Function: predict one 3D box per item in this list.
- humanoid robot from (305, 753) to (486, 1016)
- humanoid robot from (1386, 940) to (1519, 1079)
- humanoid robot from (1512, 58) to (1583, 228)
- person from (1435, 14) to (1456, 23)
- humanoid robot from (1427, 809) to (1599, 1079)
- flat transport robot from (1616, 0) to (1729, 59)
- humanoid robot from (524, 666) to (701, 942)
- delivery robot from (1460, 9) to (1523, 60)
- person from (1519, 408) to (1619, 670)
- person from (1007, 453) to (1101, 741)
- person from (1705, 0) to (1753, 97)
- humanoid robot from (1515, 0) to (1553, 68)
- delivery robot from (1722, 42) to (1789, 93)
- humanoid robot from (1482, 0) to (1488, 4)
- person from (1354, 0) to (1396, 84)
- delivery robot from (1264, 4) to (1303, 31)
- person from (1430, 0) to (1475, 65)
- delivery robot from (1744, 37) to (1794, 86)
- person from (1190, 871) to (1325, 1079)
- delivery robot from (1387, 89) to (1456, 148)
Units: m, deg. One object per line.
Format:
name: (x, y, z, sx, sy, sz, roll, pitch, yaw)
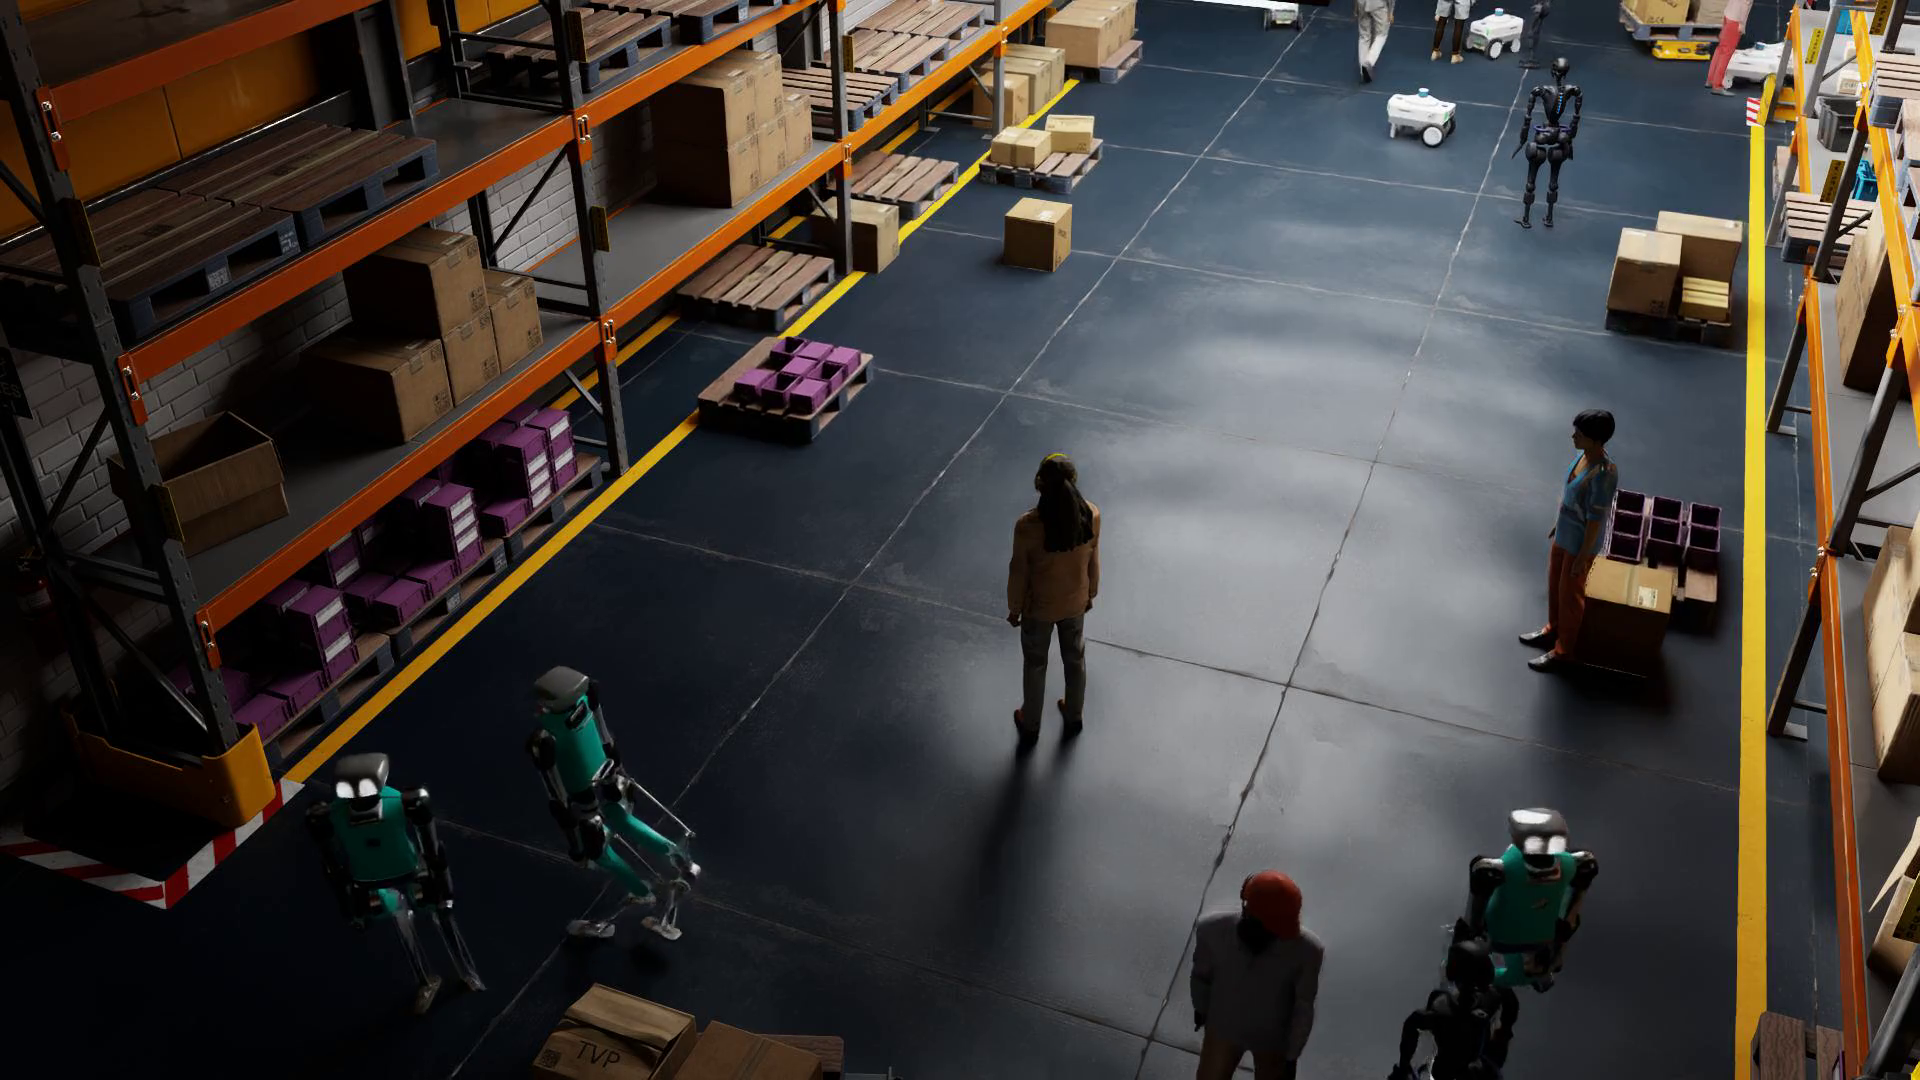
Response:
humanoid robot: (-2.640, 1.570, 7.824, 0.536, 1.776, 0.806, -8, 34, -12)
humanoid robot: (1.983, 2.256, 6.804, 0.584, 1.648, 0.358, -12, 35, -17)
humanoid robot: (5.754, -3.895, 16.309, 0.599, 1.657, 0.315, -1, 33, -1)
person: (6.739, -7.884, 22.403, 0.462, 1.778, 0.305, -7, 34, -11)
humanoid robot: (2.382, 1.787, 7.474, 0.541, 1.779, 0.699, -3, 33, -5)
flat transport robot: (9.297, -6.581, 21.777, 0.659, 0.231, 1.431, 2, 33, 4)
humanoid robot: (-1.631, 1.394, 8.076, 0.918, 1.745, 0.566, 10, 34, 15)
delivery robot: (6.909, -6.545, 21.445, 0.756, 0.580, 0.499, -20, 38, -27)
person: (3.772, -0.008, 10.235, 0.339, 1.758, 0.502, 0, 33, 0)
person: (0.546, 0.350, 9.580, 0.559, 1.869, 0.390, -12, 35, -18)
person: (9.278, -6.210, 19.823, 0.326, 1.766, 0.532, 4, 33, 7)
humanoid robot: (7.284, -6.748, 20.742, 0.314, 1.662, 0.611, 11, 34, 16)
delivery robot: (9.678, -5.725, 20.207, 0.815, 0.614, 0.499, 12, 35, 18)
humanoid robot: (7.254, -8.300, 23.109, 0.795, 1.809, 0.553, -6, 33, -9)
person: (4.970, -6.425, 20.048, 0.544, 1.879, 0.507, 18, 37, 26)
delivery robot: (4.368, -7.209, 22.494, 0.499, 0.603, 0.794, 2, 33, 3)
person: (6.236, -6.850, 20.883, 0.535, 1.691, 0.319, 23, 39, 31)
delivery robot: (10.054, -5.855, 20.394, 0.802, 0.600, 0.499, 16, 36, 23)
person: (1.230, 2.044, 7.109, 0.542, 1.690, 0.801, 9, 34, 14)
delivery robot: (5.204, -4.755, 18.703, 0.782, 0.611, 0.502, 17, 37, 24)
